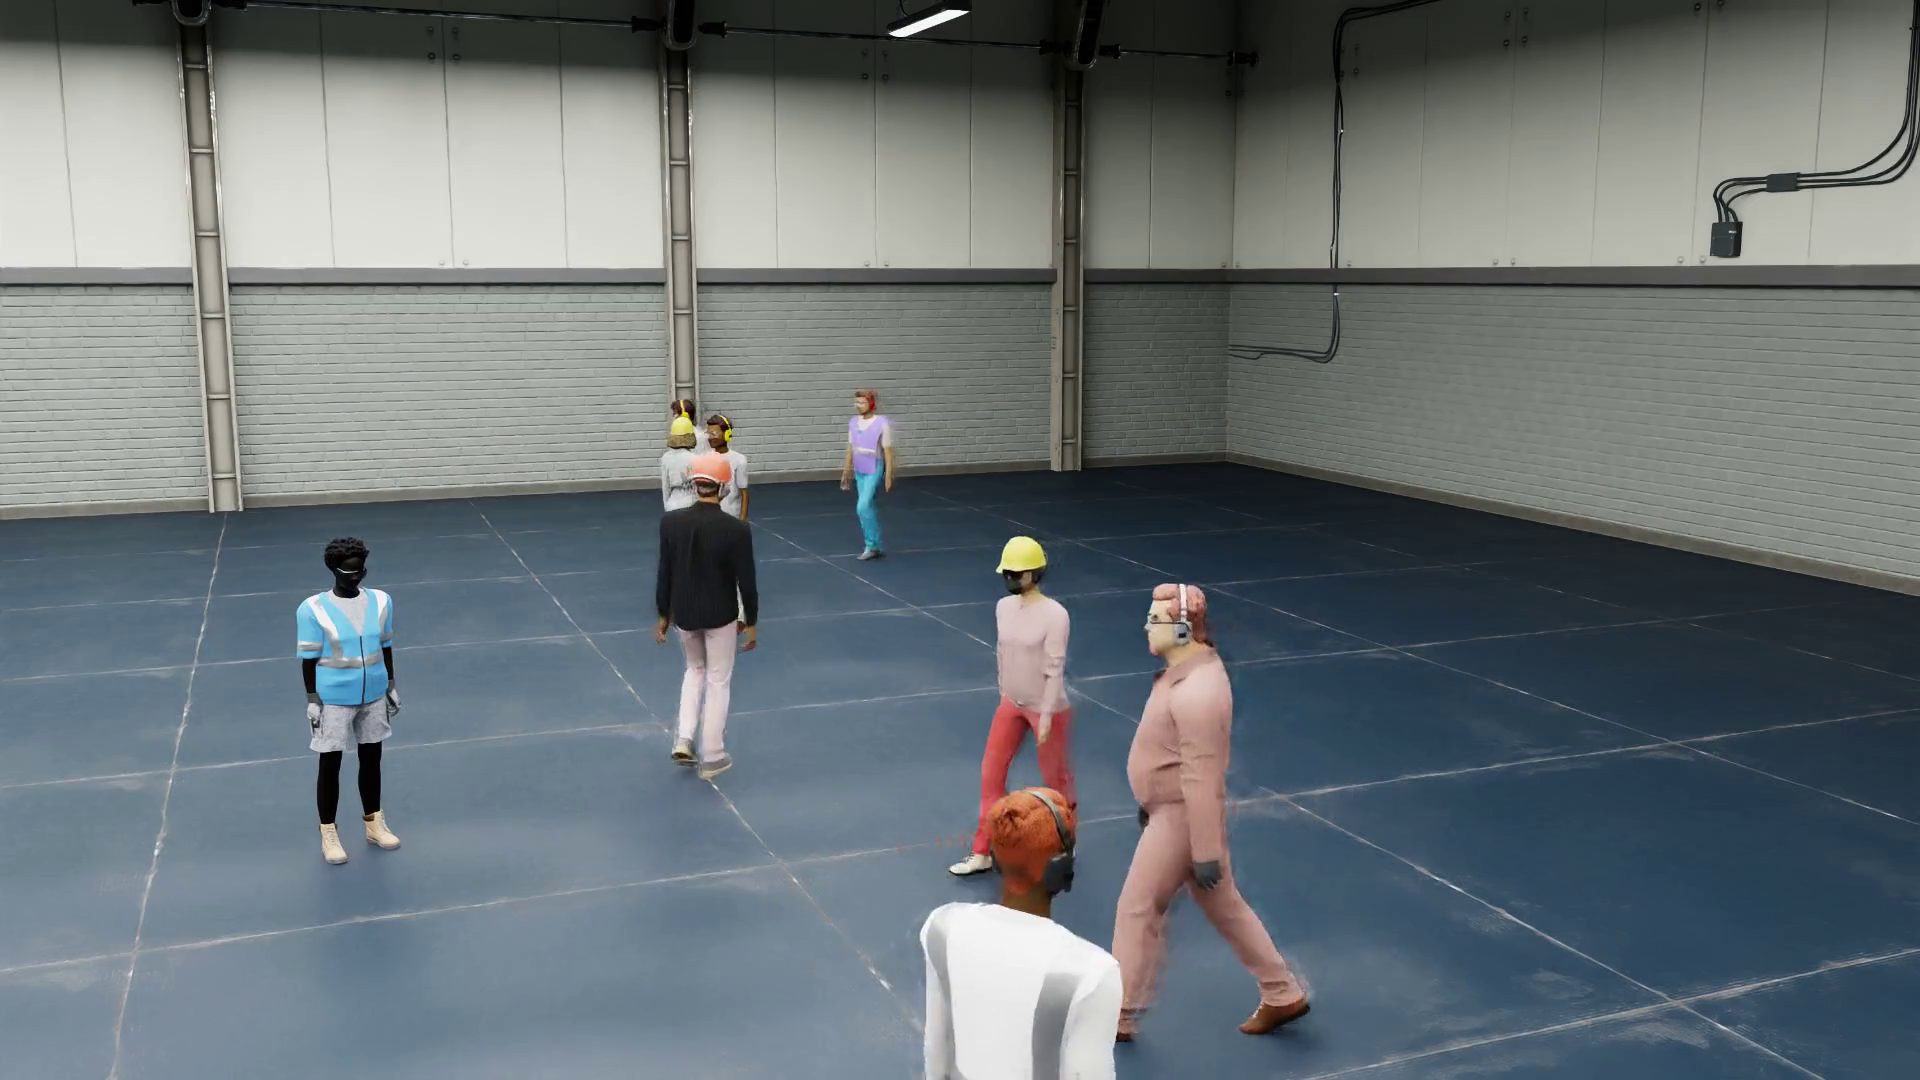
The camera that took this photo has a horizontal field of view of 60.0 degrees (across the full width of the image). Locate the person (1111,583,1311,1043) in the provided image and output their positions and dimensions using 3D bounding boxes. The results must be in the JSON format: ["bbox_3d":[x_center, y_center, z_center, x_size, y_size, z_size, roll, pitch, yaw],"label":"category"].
[{"bbox_3d":[0.923,1.079,6.522,0.973,1.866,0.644,2,9,10],"label":"person"}]

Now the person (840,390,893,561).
[{"bbox_3d":[-1.029,-0.682,17.657,0.574,1.822,0.577,-8,12,-40],"label":"person"}]

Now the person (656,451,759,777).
[{"bbox_3d":[-1.508,0.452,10.061,0.657,1.979,0.434,3,10,20],"label":"person"}]

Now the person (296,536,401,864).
[{"bbox_3d":[-3.173,0.818,8.670,0.319,1.693,0.532,8,12,42],"label":"person"}]

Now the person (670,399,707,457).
[{"bbox_3d":[-2.580,-0.435,16.040,0.429,1.848,0.576,1,9,8],"label":"person"}]

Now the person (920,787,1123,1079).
[{"bbox_3d":[0.113,1.494,3.973,0.589,1.844,0.964,7,11,37],"label":"person"}]

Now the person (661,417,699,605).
[{"bbox_3d":[-2.517,-0.254,15.240,0.487,1.746,0.289,6,11,35],"label":"person"}]

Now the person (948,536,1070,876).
[{"bbox_3d":[0.280,0.857,8.294,0.770,1.740,0.527,-9,13,-44],"label":"person"}]

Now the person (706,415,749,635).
[{"bbox_3d":[-2.010,-0.122,14.025,0.514,1.870,0.328,5,10,30],"label":"person"}]
